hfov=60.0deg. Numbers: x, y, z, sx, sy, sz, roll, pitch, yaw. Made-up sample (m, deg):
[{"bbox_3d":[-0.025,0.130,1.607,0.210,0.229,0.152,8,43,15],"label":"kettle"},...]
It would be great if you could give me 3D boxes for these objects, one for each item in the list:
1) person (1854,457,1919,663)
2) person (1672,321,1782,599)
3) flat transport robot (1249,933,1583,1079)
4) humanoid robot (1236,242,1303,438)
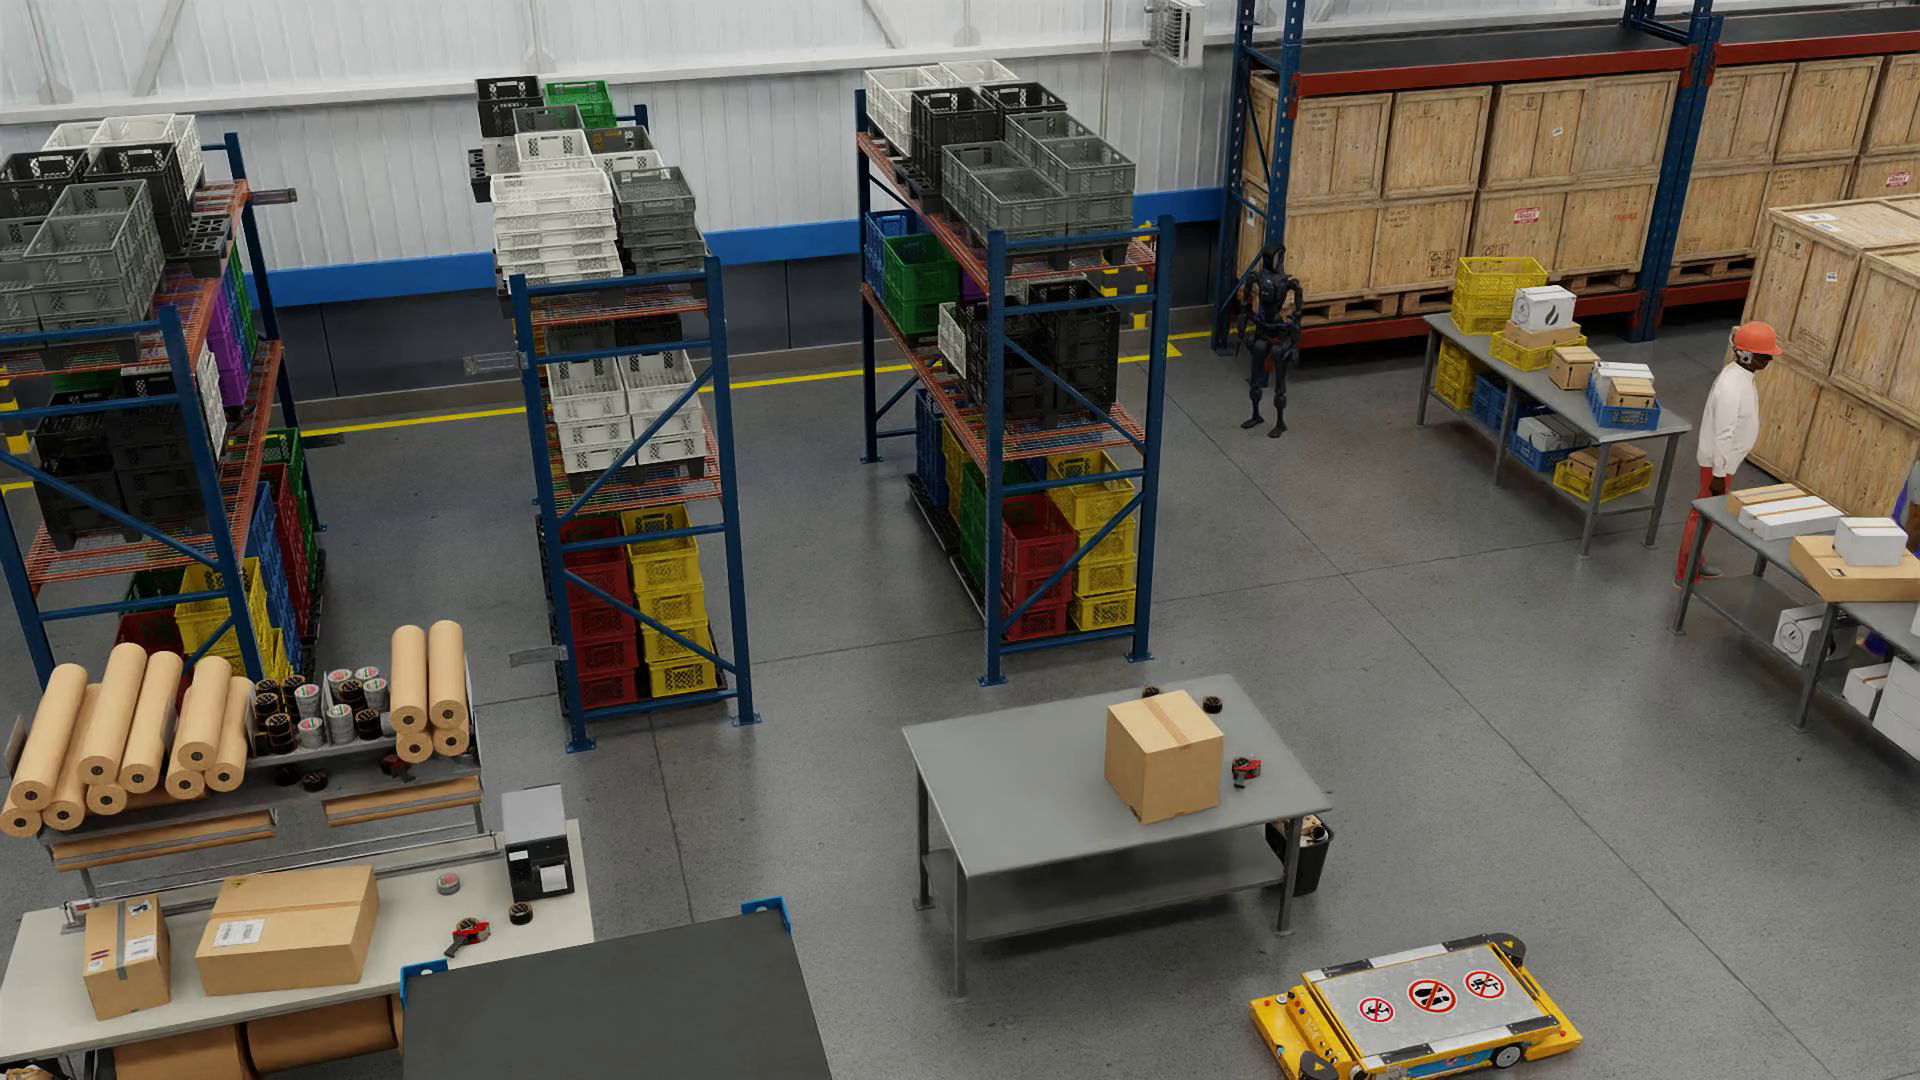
[{"bbox_3d":[6.163,0.015,10.296,0.695,2.000,0.837,-7,30,-12],"label":"person"},{"bbox_3d":[5.230,-0.558,11.385,0.379,1.993,0.621,14,32,24],"label":"person"},{"bbox_3d":[2.184,2.282,7.980,1.431,0.197,0.652,-8,30,-14],"label":"flat transport robot"},{"bbox_3d":[2.564,-1.659,13.714,0.595,1.647,0.331,21,35,33],"label":"humanoid robot"}]
